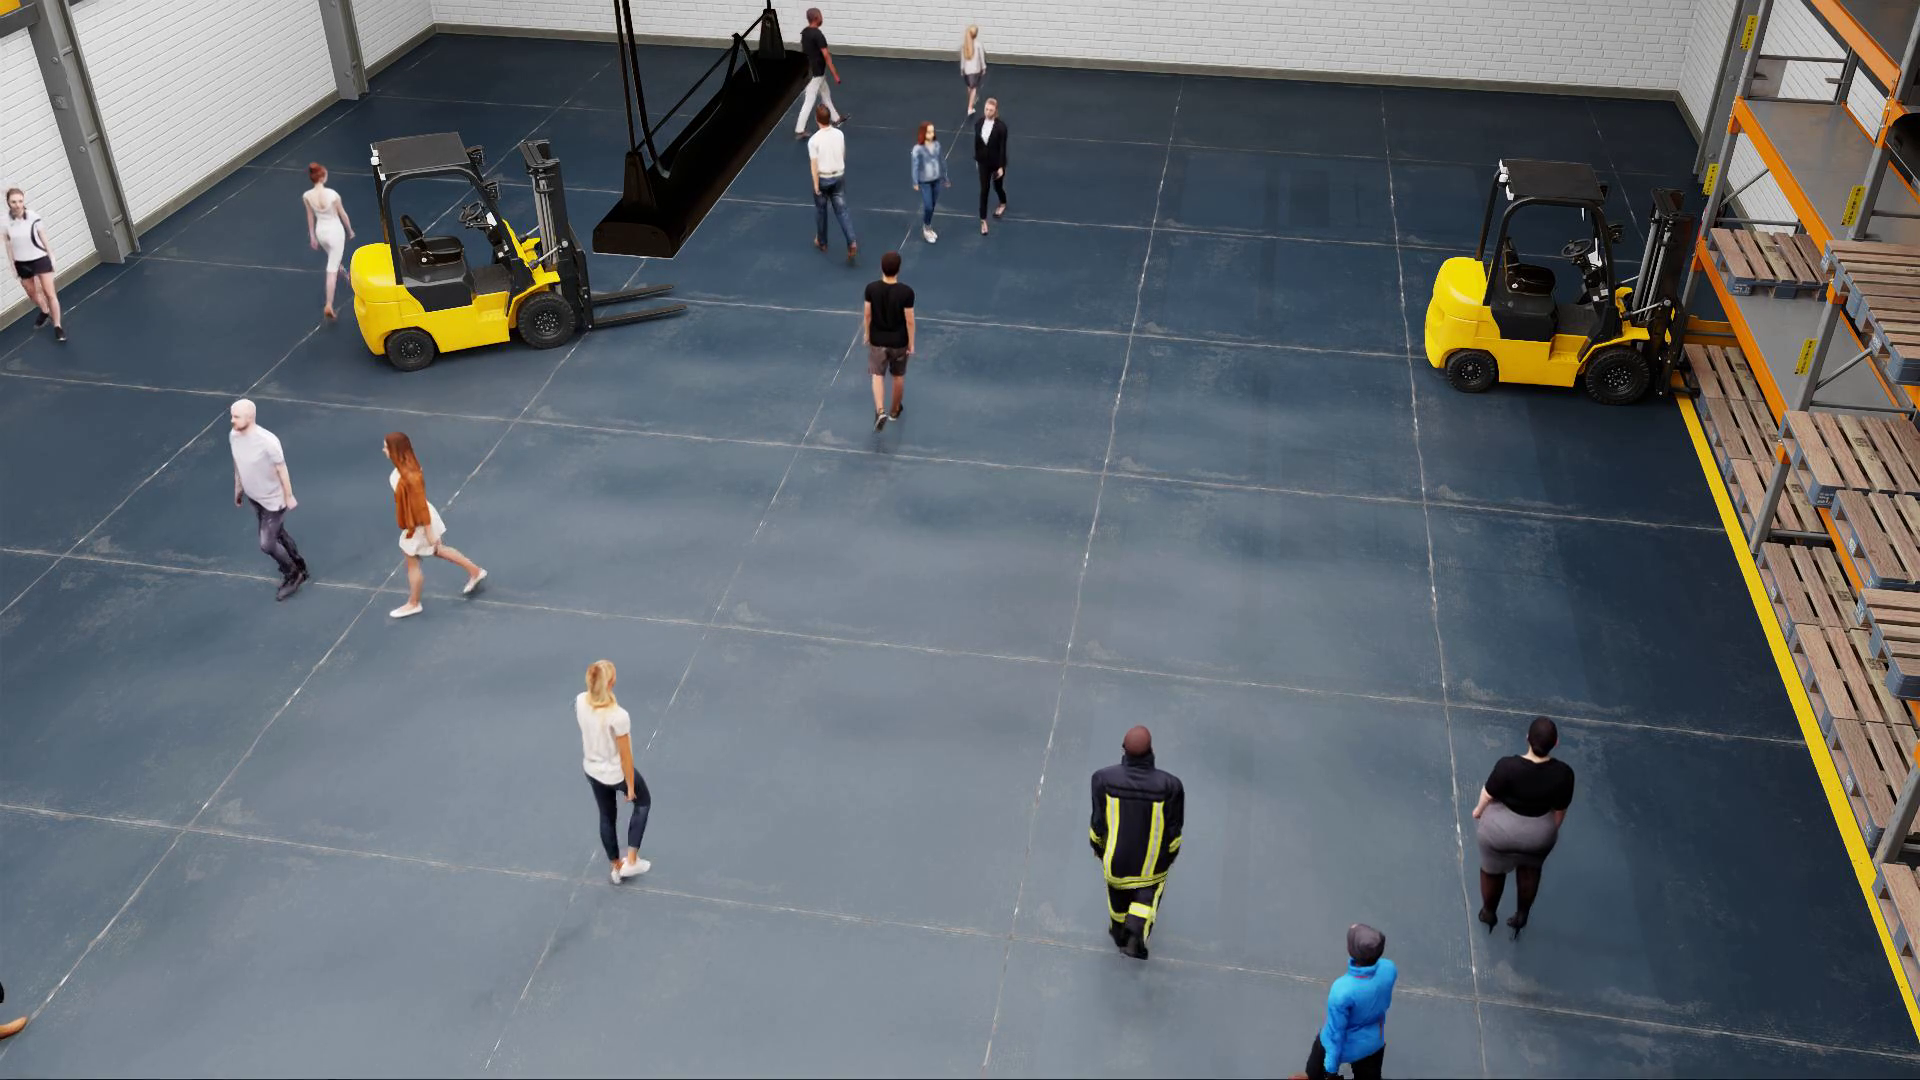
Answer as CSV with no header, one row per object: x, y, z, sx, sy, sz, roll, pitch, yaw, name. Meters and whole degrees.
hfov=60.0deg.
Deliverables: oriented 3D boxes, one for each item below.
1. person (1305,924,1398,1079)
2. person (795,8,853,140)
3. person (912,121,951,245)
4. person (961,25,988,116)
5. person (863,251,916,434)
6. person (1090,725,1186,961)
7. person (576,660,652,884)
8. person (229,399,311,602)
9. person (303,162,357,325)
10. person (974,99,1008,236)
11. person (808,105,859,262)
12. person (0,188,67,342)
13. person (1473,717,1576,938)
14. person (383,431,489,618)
2.220,2.831,9.129,1.058,1.761,1.230,-15,36,-21,person
-2.091,-6.415,23.047,1.234,1.752,1.219,-18,38,-25,person
-0.412,-4.394,20.263,0.702,1.468,0.769,-26,41,-33,person
0.168,-6.784,24.061,0.653,1.245,0.911,14,36,20,person
-0.719,-1.901,16.173,0.754,1.845,1.047,2,34,2,person
1.096,1.935,10.427,0.753,1.815,0.872,7,34,11,person
-2.358,1.591,10.964,0.656,1.795,0.693,16,37,22,person
-5.720,-0.395,13.934,0.781,1.815,0.809,21,39,29,person
-6.939,-3.212,18.236,0.595,1.744,1.119,4,34,6,person
0.410,-4.624,20.432,0.714,1.665,1.056,15,36,21,person
-1.488,-4.188,19.630,1.111,1.827,1.232,-18,37,-24,person
-10.005,-2.994,17.927,0.856,1.723,0.984,-11,35,-16,person
3.547,1.891,10.553,0.679,1.750,0.629,4,34,6,person
-4.356,-0.171,13.708,1.048,1.692,1.107,-12,36,-18,person
